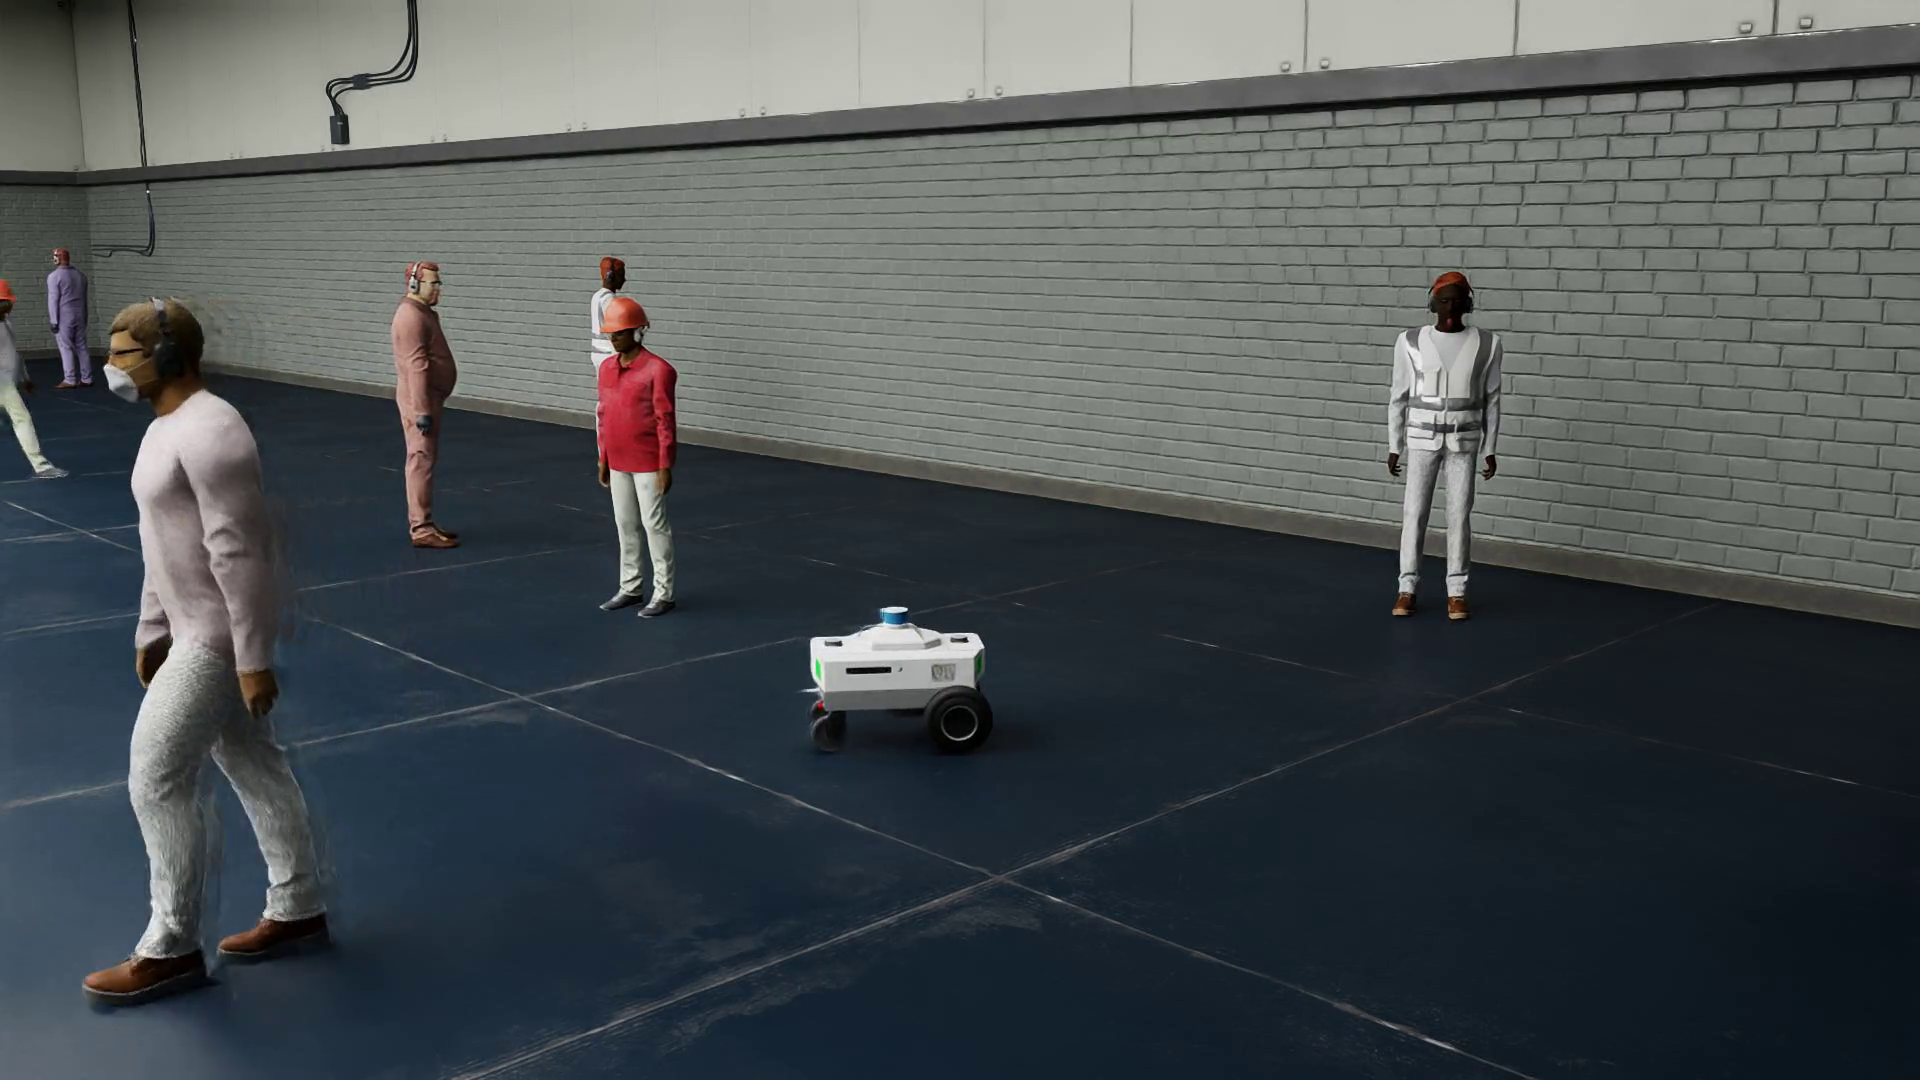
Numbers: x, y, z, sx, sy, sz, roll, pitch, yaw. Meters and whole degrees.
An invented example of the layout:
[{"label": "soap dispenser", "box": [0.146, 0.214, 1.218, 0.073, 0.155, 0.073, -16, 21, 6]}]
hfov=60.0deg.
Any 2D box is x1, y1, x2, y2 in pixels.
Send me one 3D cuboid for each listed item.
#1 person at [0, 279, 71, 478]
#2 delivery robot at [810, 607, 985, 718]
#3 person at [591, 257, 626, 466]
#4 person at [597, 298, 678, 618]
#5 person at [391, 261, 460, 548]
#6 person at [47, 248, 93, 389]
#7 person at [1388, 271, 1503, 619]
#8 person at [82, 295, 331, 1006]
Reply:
[{"label": "person", "box": [-8.177, -1.361, 14.180, 0.885, 1.712, 0.568, -4, 11, -19]}, {"label": "delivery robot", "box": [-0.263, 0.517, 6.822, 0.707, 0.478, 0.477, -1, 11, -6]}, {"label": "person", "box": [-3.106, -1.576, 14.858, 0.354, 1.887, 0.573, -5, 12, -26]}, {"label": "person", "box": [-1.793, -0.448, 9.104, 0.571, 1.743, 0.352, 8, 13, 36]}, {"label": "person", "box": [-3.569, -0.903, 11.145, 0.399, 1.905, 0.642, -3, 11, -17]}, {"label": "person", "box": [-12.177, -3.019, 22.696, 0.401, 1.900, 0.639, 3, 11, 15]}, {"label": "person", "box": [2.621, -0.504, 9.035, 0.585, 1.877, 0.344, 3, 11, 14]}, {"label": "person", "box": [-2.179, 0.297, 4.576, 0.814, 1.905, 0.653, -7, 12, -33]}]
